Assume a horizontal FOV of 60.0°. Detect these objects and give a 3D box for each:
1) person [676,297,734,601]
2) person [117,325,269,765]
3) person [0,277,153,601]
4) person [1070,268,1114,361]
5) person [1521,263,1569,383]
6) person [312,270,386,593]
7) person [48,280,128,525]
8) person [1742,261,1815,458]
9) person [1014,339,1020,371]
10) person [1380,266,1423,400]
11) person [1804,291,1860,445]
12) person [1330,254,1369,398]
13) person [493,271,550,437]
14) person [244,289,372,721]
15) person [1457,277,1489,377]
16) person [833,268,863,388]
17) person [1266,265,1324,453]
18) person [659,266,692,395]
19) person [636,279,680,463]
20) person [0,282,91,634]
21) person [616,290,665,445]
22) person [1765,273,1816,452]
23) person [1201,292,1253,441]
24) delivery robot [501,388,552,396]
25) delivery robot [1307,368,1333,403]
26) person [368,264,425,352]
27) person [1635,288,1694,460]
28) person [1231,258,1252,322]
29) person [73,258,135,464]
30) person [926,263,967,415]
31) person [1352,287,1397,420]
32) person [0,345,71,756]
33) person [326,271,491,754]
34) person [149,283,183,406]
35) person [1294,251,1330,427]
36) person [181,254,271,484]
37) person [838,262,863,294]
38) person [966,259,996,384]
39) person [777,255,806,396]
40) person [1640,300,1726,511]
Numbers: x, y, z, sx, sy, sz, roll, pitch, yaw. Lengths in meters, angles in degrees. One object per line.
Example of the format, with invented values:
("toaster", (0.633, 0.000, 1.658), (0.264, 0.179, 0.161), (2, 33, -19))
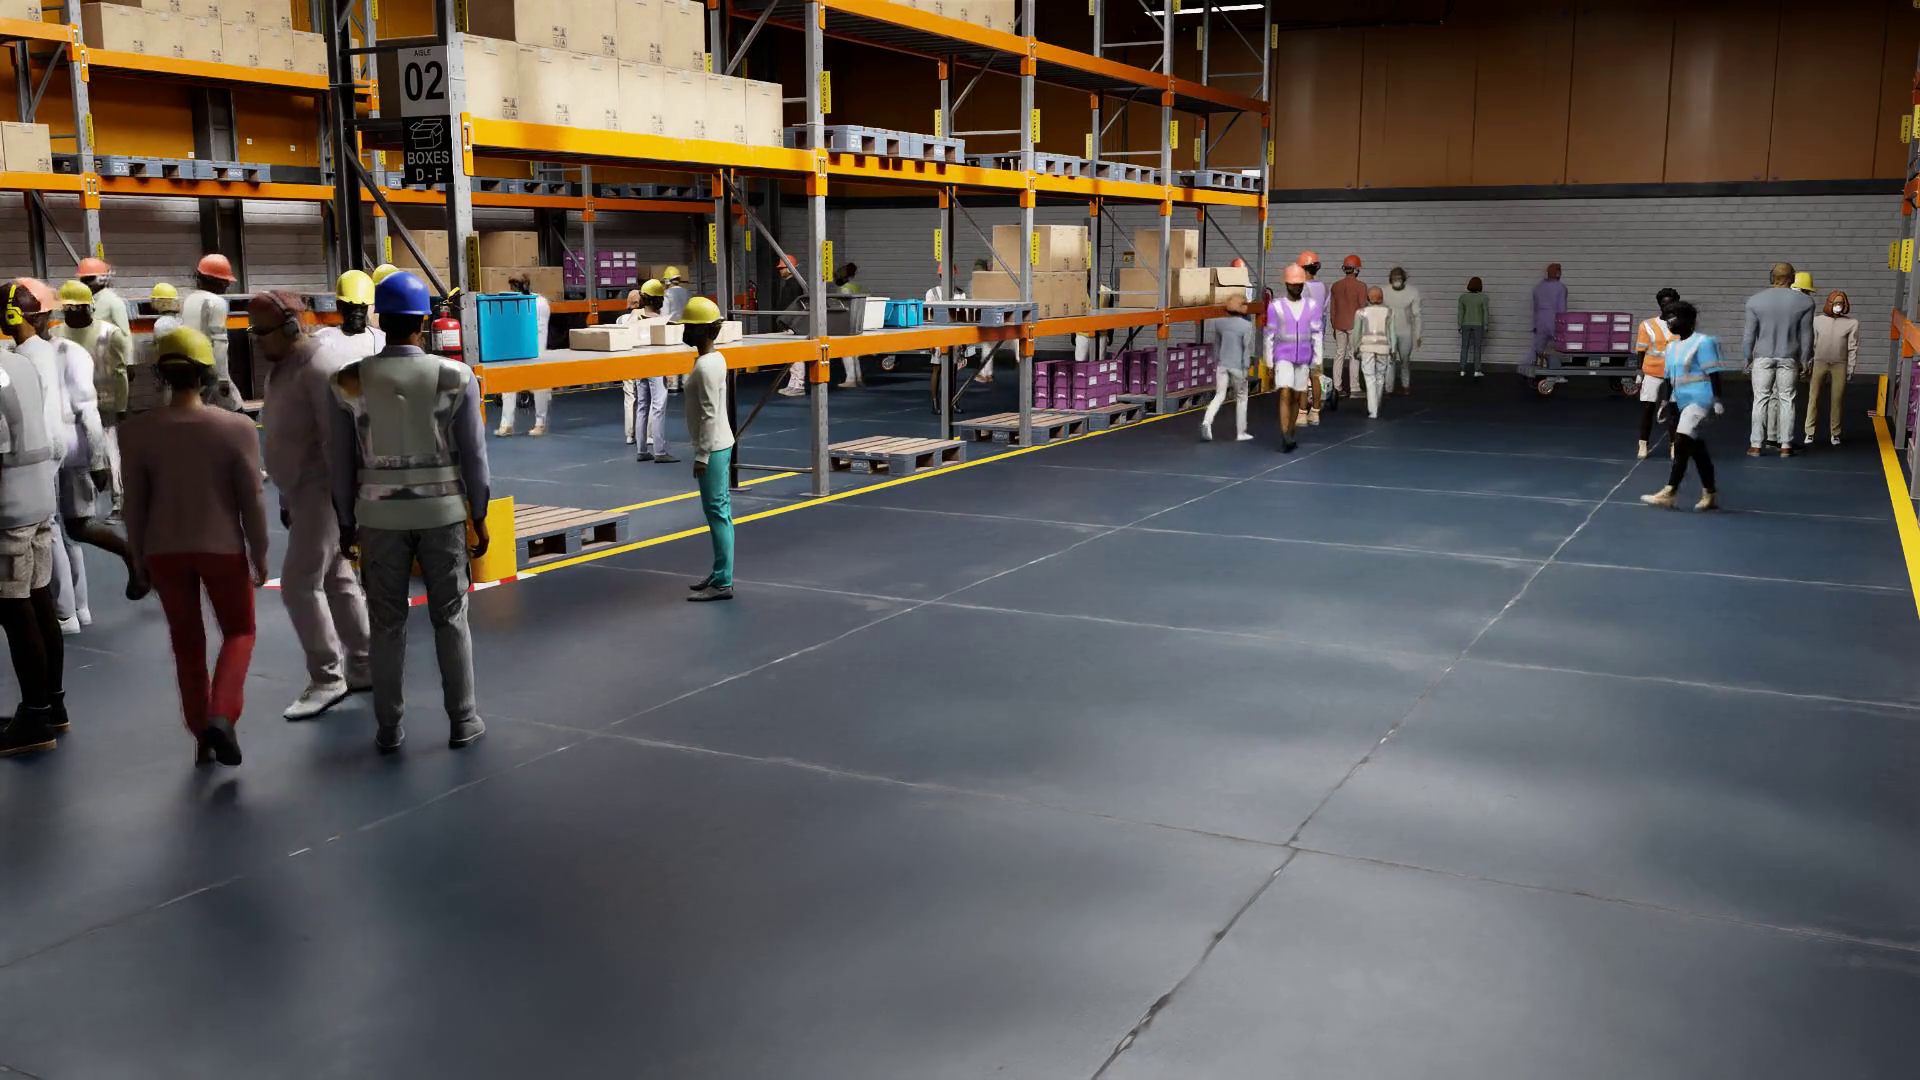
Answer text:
("person", (-1.481, -0.526, 9.714), (0.316, 1.769, 0.523), (-1, 10, -3))
("person", (-2.963, 0.049, 6.447), (0.526, 1.752, 0.515), (-2, 10, -11))
("person", (-4.839, -0.476, 9.049), (0.578, 1.904, 0.765), (3, 10, 18))
("person", (1.809, -2.834, 22.887), (0.628, 1.837, 0.429), (0, 10, -3))
("person", (9.069, -3.334, 25.662), (0.914, 1.874, 0.653), (-6, 12, -33))
("person", (-3.480, -0.592, 9.644), (0.383, 1.923, 0.588), (6, 12, 32))
("person", (-6.484, -1.010, 12.368), (0.586, 1.824, 0.405), (-1, 10, -4))
("person", (8.094, -1.783, 16.502), (0.629, 1.936, 0.371), (4, 11, 24))
("person", (1.071, -3.823, 28.641), (0.649, 1.818, 0.960), (1, 10, 3))
("person", (6.158, -2.908, 23.310), (0.654, 1.857, 1.162), (3, 10, 19))
("person", (9.205, -1.817, 17.597), (0.496, 1.629, 0.277), (4, 11, 22))
("person", (5.458, -2.983, 23.268), (0.375, 1.997, 0.612), (-9, 13, -42))
("person", (-4.822, -2.022, 18.242), (0.631, 1.814, 0.791), (3, 10, 19))
("person", (-2.858, -0.161, 7.335), (0.680, 1.860, 0.745), (-8, 12, -38))
("person", (8.419, -3.497, 27.295), (0.507, 1.632, 0.273), (6, 12, 33))
("person", (-1.703, -3.197, 25.085), (0.464, 1.806, 0.747), (1, 10, 5))
("person", (3.409, -1.823, 16.863), (0.549, 1.895, 0.949), (-1, 10, -4))
("person", (-4.069, -2.977, 23.713), (0.404, 1.829, 0.600), (7, 12, 34))
("person", (-2.954, -1.624, 16.070), (0.535, 1.767, 0.315), (8, 13, 39))
("person", (-4.877, -0.420, 8.807), (0.309, 1.868, 0.535), (-2, 10, -10))
("person", (-3.377, -1.813, 17.537), (0.512, 1.639, 0.311), (3, 10, 18))
("person", (8.500, -1.814, 17.013), (0.403, 1.822, 0.588), (1, 10, 7))
("person", (2.876, -1.844, 17.793), (0.499, 1.610, 0.719), (8, 13, 40))
("delivery robot", (-5.744, -2.085, 21.964), (0.477, 0.478, 0.707), (7, 12, 35))
("delivery robot", (4.538, -1.950, 21.188), (0.477, 0.478, 0.707), (3, 10, 19))
("person", (-4.641, -1.278, 13.594), (0.592, 1.929, 0.354), (-7, 12, -36))
("person", (6.880, -1.617, 16.274), (0.533, 1.687, 0.320), (3, 10, 16))
("person", (4.267, -3.362, 25.639), (0.552, 1.935, 0.370), (-3, 10, -19))
("person", (-8.258, -1.699, 15.913), (0.613, 1.965, 0.763), (8, 13, 39))
("person", (-0.155, -2.533, 20.838), (0.552, 1.935, 0.360), (-5, 11, -28))
("person", (5.069, -2.301, 20.459), (0.514, 1.591, 0.844), (0, 10, 0))
("person", (-3.879, -0.109, 6.735), (0.380, 1.959, 0.608), (-2, 10, -12))
("person", (-2.214, -0.103, 6.736), (0.614, 1.947, 0.388), (-2, 10, -13))
("person", (-7.409, -1.536, 15.626), (0.294, 1.744, 0.486), (0, 10, 0))
("person", (4.037, -2.348, 19.461), (0.614, 2.042, 0.373), (-9, 13, -41))
("person", (-6.392, -1.442, 14.327), (0.707, 2.000, 0.774), (6, 12, 32))
("person", (-2.089, -4.321, 31.441), (0.519, 1.852, 0.749), (0, 10, 0))
("person", (0.329, -3.382, 25.816), (0.665, 1.909, 0.895), (7, 12, 34))
("person", (-2.397, -3.049, 23.657), (0.395, 1.994, 0.612), (-3, 10, -18))
("person", (5.688, -1.045, 13.059), (0.699, 1.647, 0.582), (0, 10, -2))
